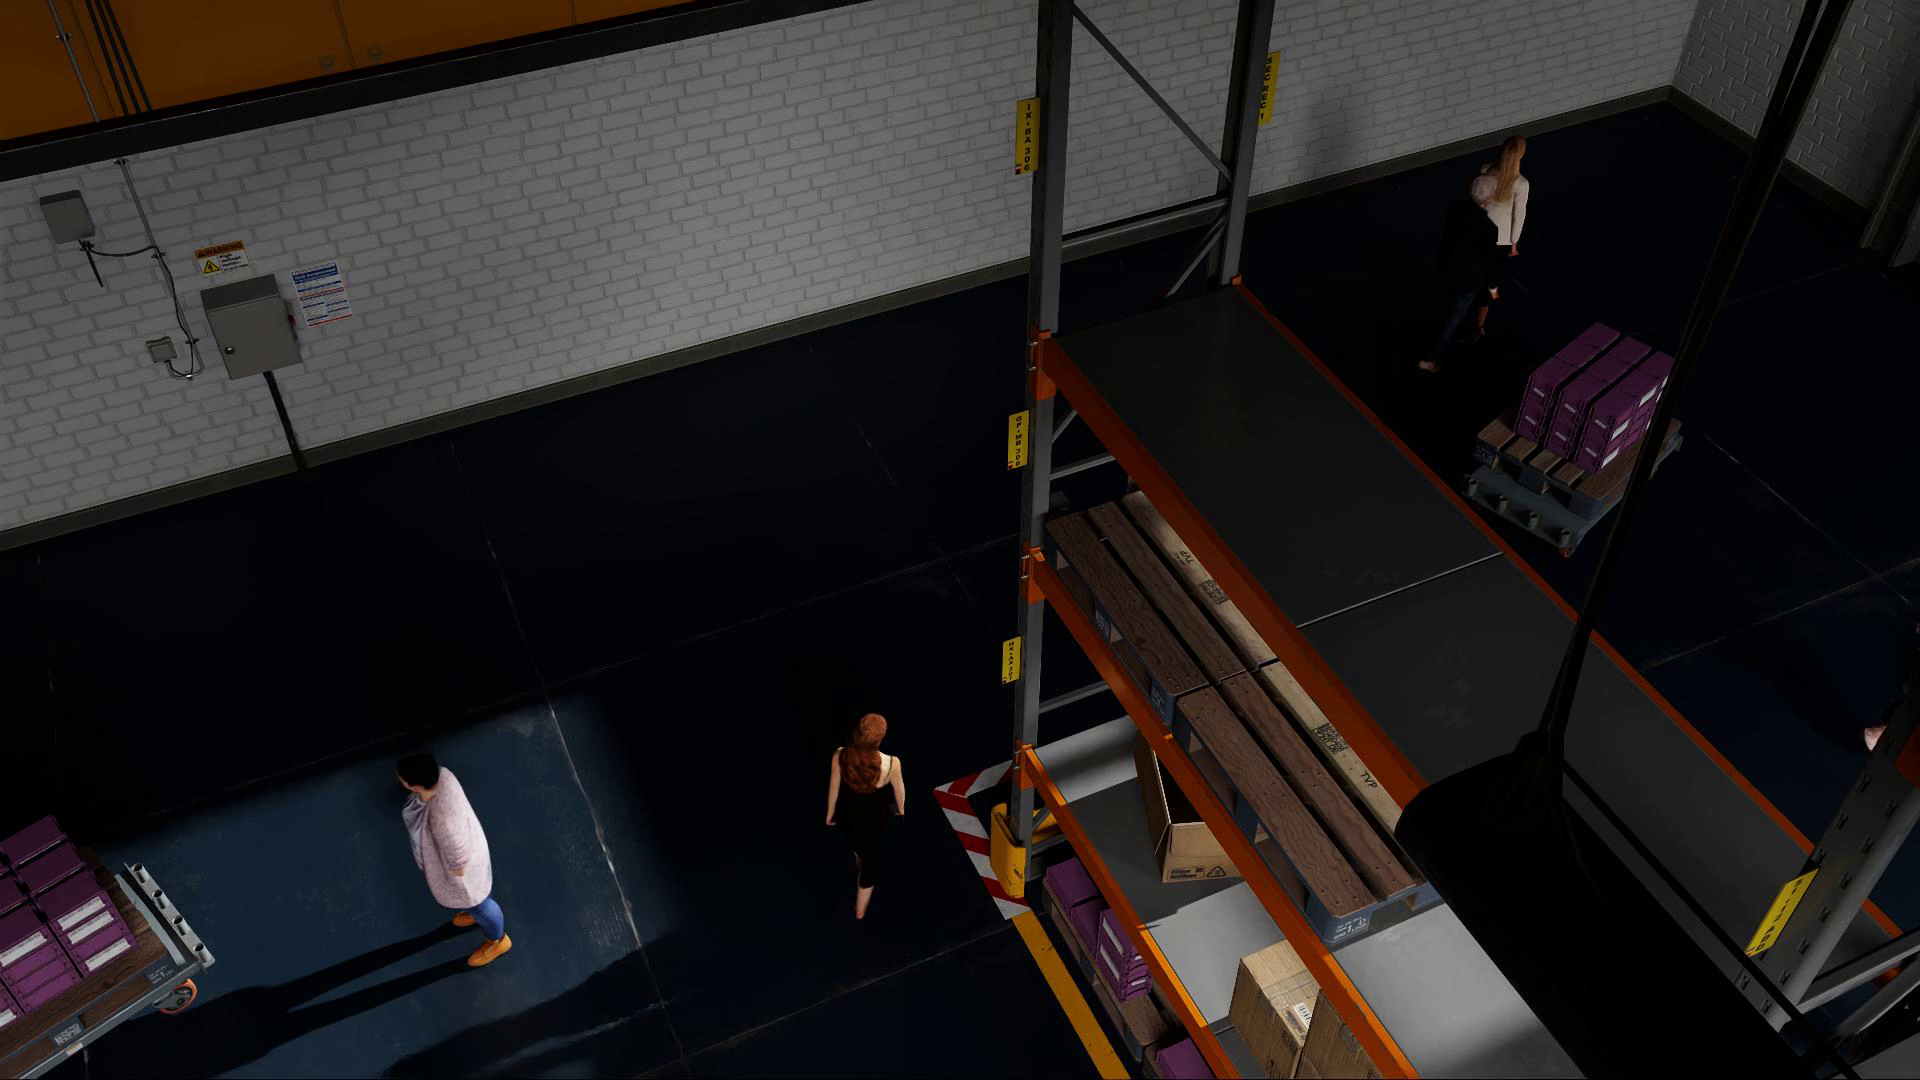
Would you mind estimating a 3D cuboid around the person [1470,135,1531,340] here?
[{"bbox_3d":[4.275,-2.422,13.399,0.589,1.859,0.738,33,52,29],"label":"person"}]

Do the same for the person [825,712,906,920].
[{"bbox_3d":[-0.545,1.610,9.354,0.841,1.599,0.938,6,44,6],"label":"person"}]

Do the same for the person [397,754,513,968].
[{"bbox_3d":[-2.777,1.708,9.149,0.733,1.741,0.533,-18,46,-18],"label":"person"}]

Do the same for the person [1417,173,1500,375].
[{"bbox_3d":[3.762,-1.977,12.505,0.726,1.756,0.971,-20,47,-19],"label":"person"}]

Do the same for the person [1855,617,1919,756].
[{"bbox_3d":[5.881,0.788,10.199,0.874,1.625,0.814,12,45,12],"label":"person"}]
